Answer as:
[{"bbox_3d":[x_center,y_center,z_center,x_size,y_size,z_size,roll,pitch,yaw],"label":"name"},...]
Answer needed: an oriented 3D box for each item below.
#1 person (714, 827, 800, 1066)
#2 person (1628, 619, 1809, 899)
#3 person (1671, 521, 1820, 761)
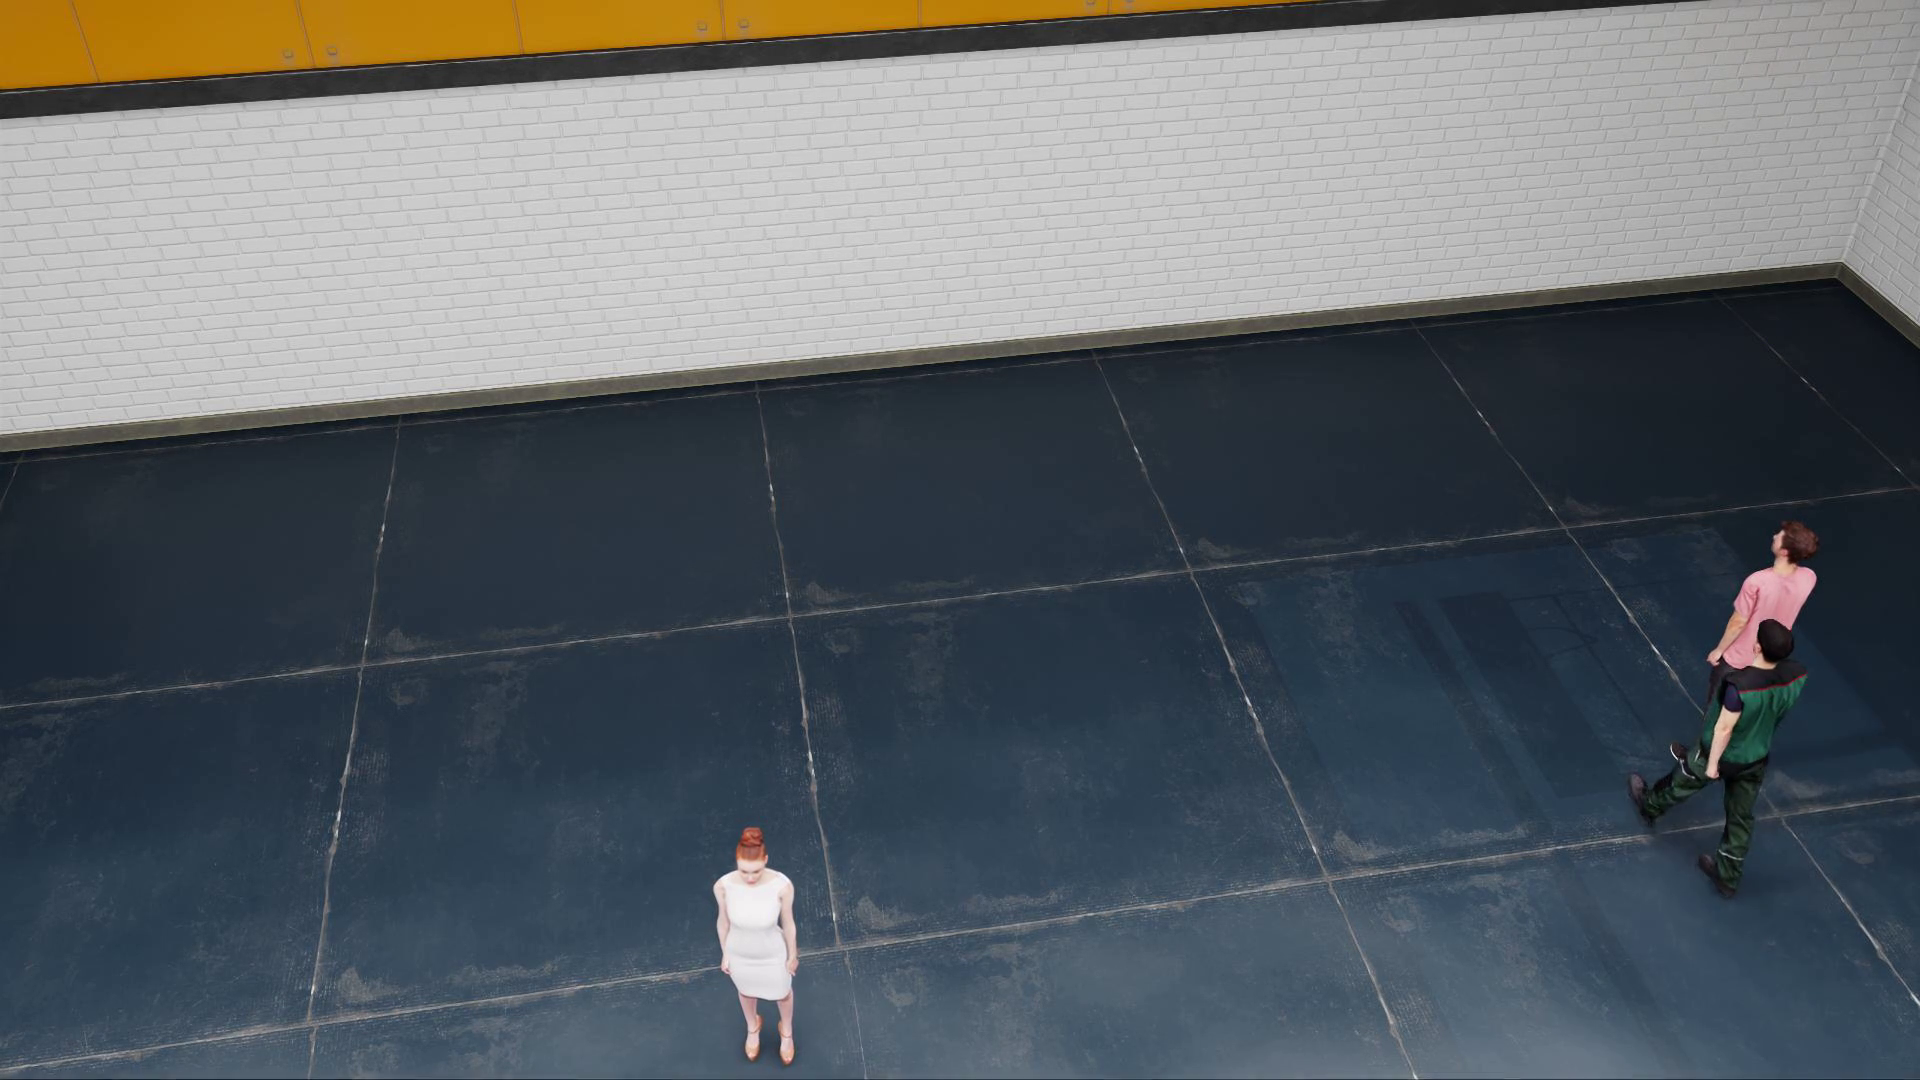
[{"bbox_3d":[-1.038,2.124,8.639,0.595,1.794,0.552,1,39,2],"label":"person"},{"bbox_3d":[4.541,1.292,9.632,0.755,1.855,1.185,-10,40,-12],"label":"person"},{"bbox_3d":[4.901,0.690,10.302,0.634,1.961,0.537,-8,39,-10],"label":"person"}]
